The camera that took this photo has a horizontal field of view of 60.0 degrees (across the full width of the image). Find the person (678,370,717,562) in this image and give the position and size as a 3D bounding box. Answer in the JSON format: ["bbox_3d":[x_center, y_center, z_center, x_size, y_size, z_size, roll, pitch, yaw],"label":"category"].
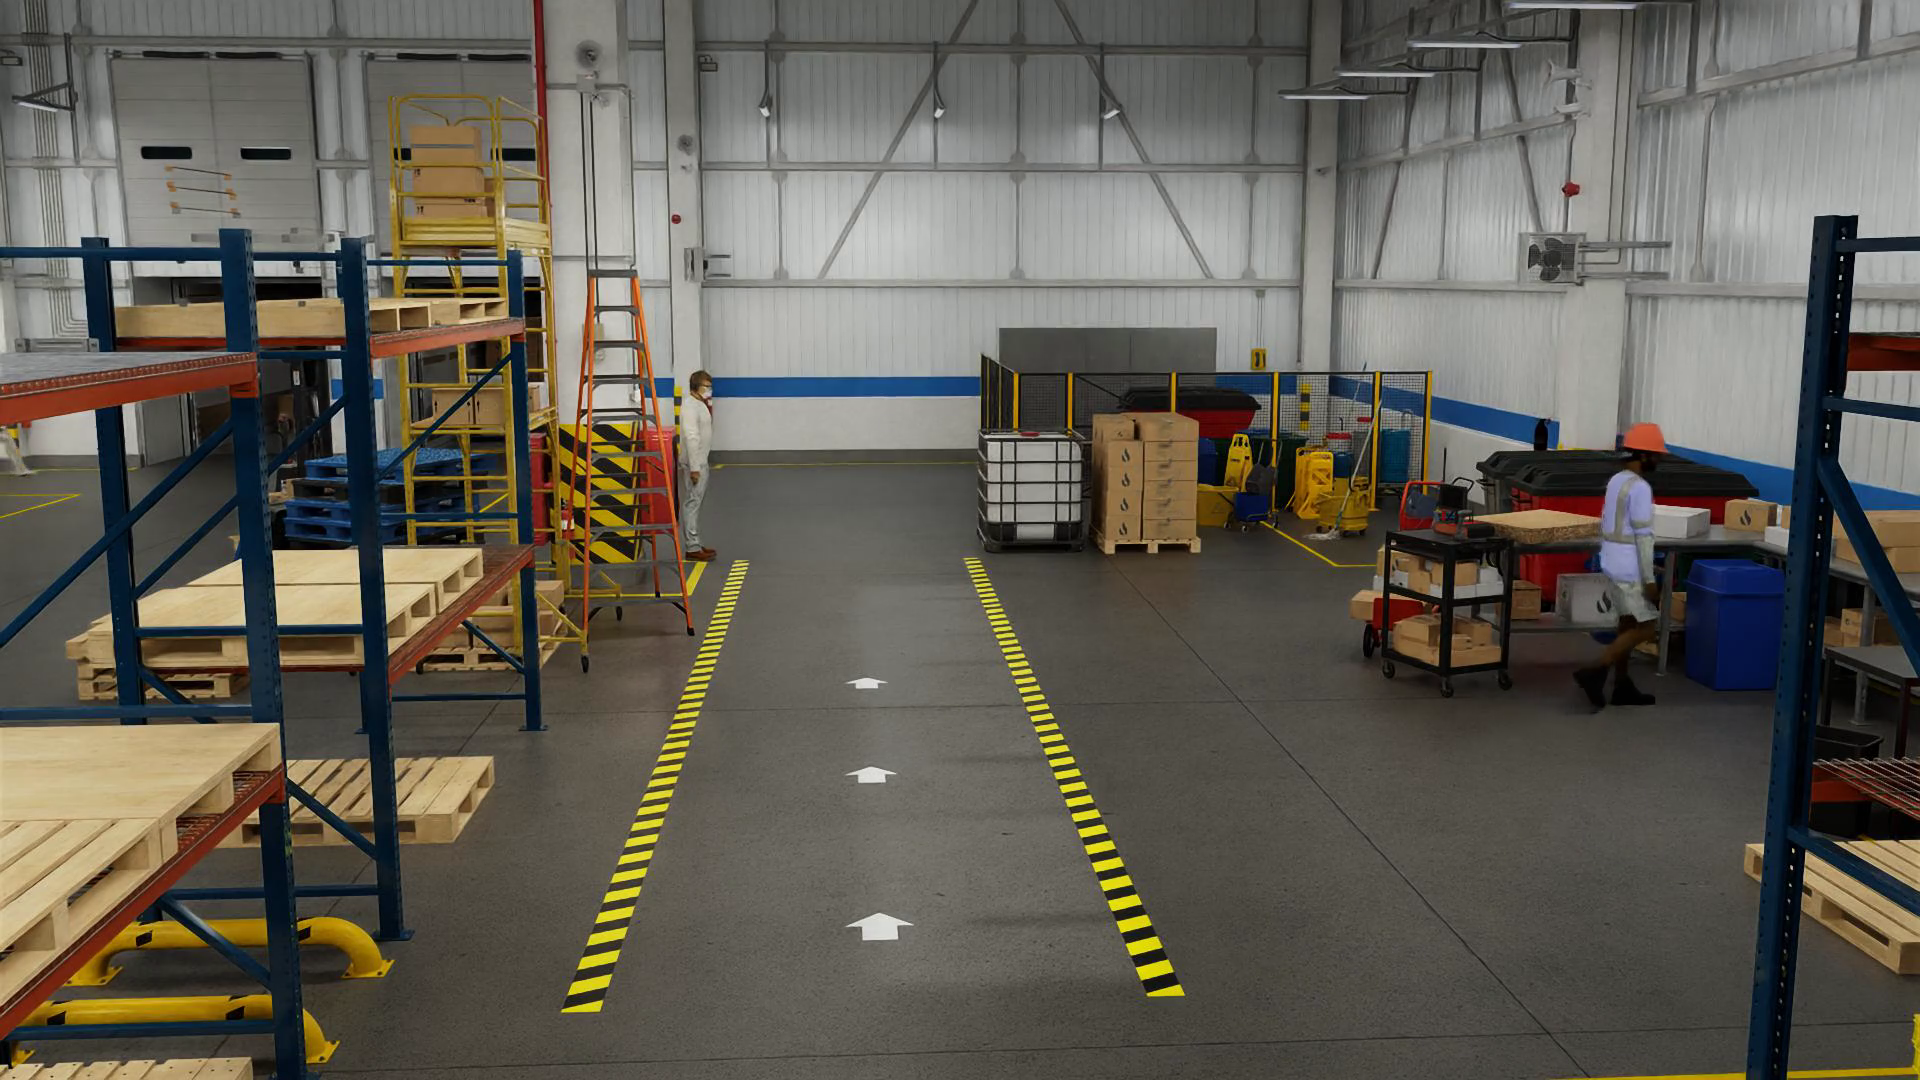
[{"bbox_3d":[-2.660,-0.754,16.839,0.376,1.931,0.629,0,9,-2],"label":"person"}]

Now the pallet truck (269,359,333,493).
[{"bbox_3d":[-7.062,-1.131,18.996,1.885,1.965,0.823,2,9,13],"label":"pallet truck"}]

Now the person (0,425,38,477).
[{"bbox_3d":[-13.693,-1.663,23.598,0.870,1.596,0.539,-2,9,-14],"label":"person"}]

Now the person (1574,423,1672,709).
[{"bbox_3d":[4.375,0.187,10.955,0.555,1.920,0.580,1,9,5],"label":"person"}]
